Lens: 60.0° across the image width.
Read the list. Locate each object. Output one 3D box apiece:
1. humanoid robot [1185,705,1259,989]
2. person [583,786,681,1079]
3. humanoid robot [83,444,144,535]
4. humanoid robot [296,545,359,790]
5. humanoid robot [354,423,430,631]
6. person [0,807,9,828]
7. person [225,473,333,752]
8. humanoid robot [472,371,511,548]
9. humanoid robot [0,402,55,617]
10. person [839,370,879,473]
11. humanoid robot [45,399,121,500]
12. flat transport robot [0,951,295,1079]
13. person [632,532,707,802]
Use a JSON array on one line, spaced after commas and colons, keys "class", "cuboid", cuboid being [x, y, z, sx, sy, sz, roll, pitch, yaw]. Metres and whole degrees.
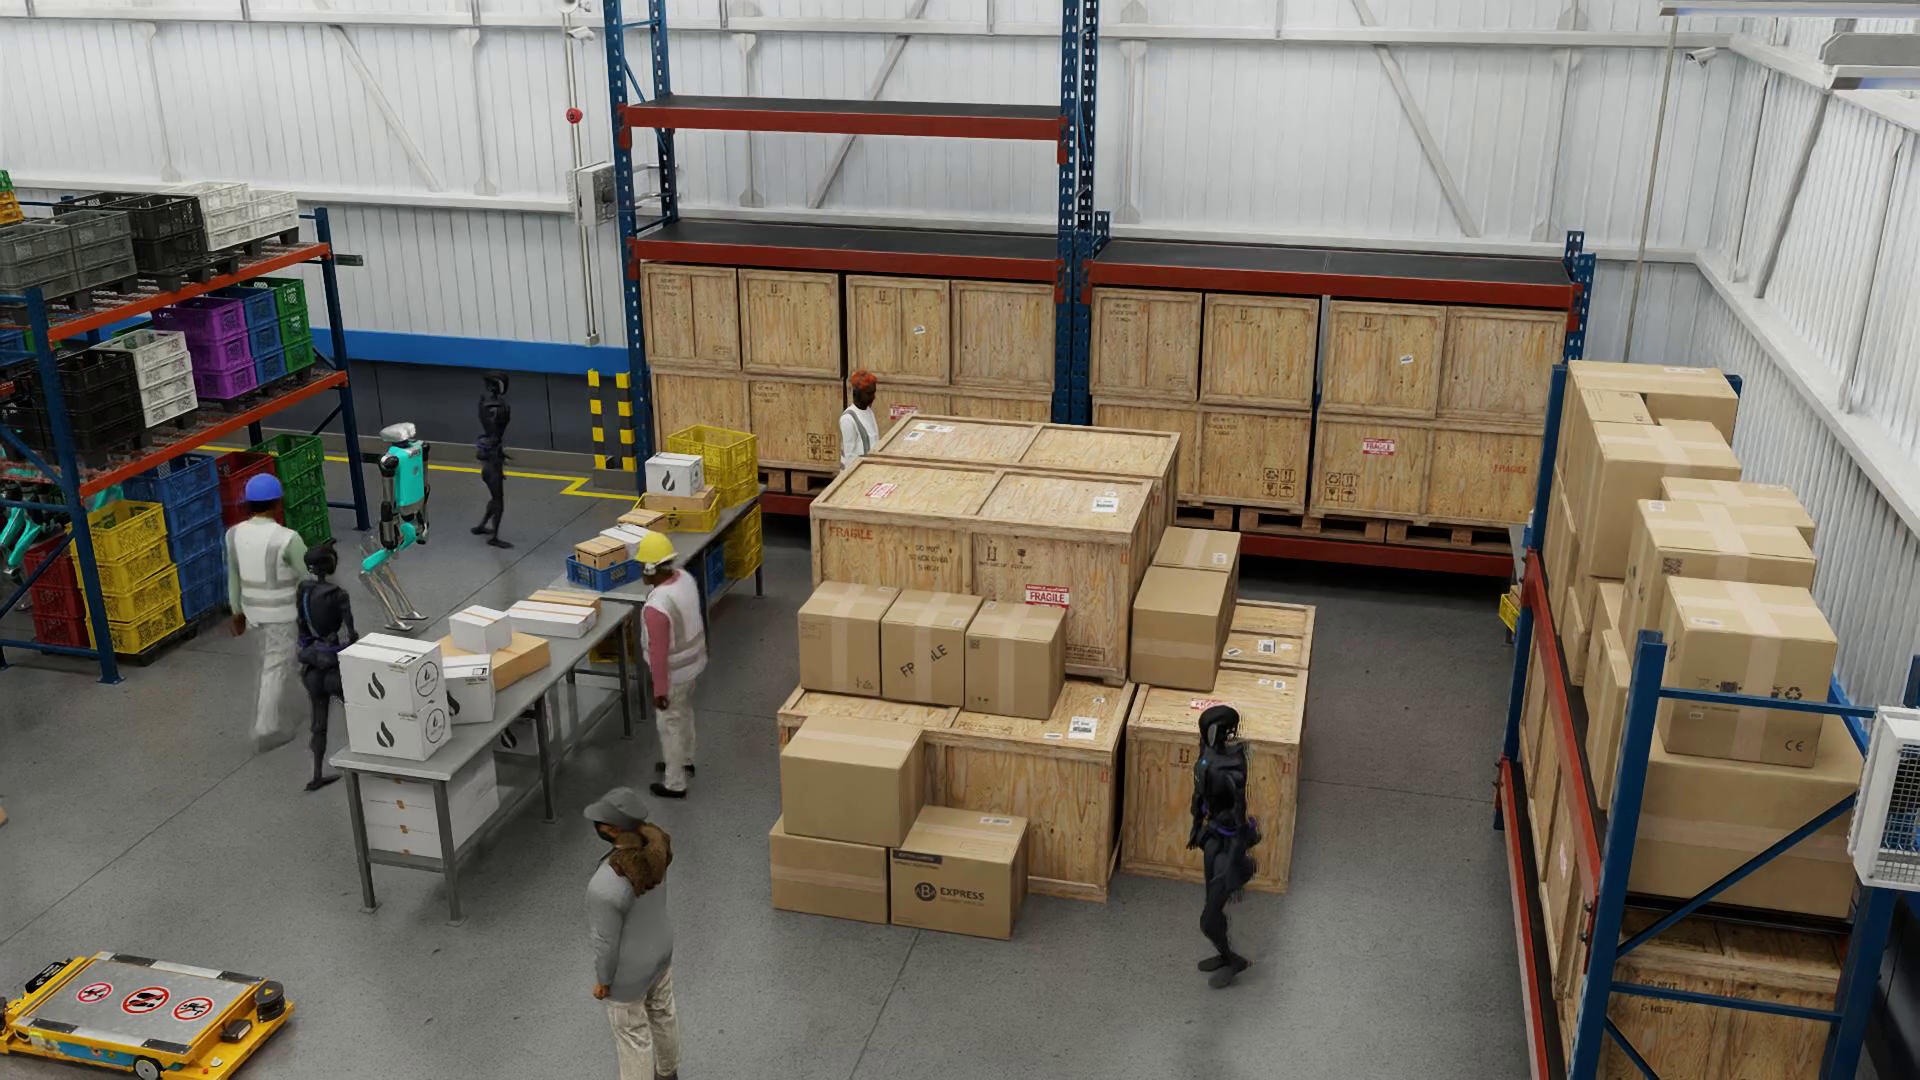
[{"class": "humanoid robot", "cuboid": [1.404, 1.609, 8.864, 0.366, 1.637, 0.603, -7, 22, -17]}, {"class": "person", "cuboid": [-1.524, 1.953, 7.833, 0.399, 1.769, 0.563, 7, 22, 18]}, {"class": "humanoid robot", "cuboid": [-7.334, -0.476, 14.270, 0.530, 1.799, 0.743, 3, 21, 7]}, {"class": "humanoid robot", "cuboid": [-4.134, 0.801, 11.016, 0.593, 1.634, 0.742, 12, 24, 28]}, {"class": "humanoid robot", "cuboid": [-4.537, -0.122, 13.164, 0.735, 1.693, 0.530, 7, 22, 17]}, {"class": "person", "cuboid": [-6.274, 0.900, 10.209, 0.606, 2.044, 0.368, 6, 22, 15]}, {"class": "person", "cuboid": [-4.698, 0.450, 11.597, 0.617, 1.887, 1.007, 10, 23, 25]}, {"class": "humanoid robot", "cuboid": [-4.227, -0.741, 15.014, 0.445, 1.633, 0.616, -5, 22, -14]}, {"class": "humanoid robot", "cuboid": [-7.689, -0.203, 13.443, 0.530, 1.739, 0.693, 9, 23, 21]}, {"class": "person", "cuboid": [-0.832, -0.520, 14.141, 0.354, 1.886, 0.573, 5, 21, 13]}, {"class": "humanoid robot", "cuboid": [-7.638, -0.712, 14.742, 0.713, 1.721, 0.530, -15, 26, -34]}, {"class": "flat transport robot", "cuboid": [-4.270, 2.464, 8.601, 1.431, 0.231, 0.659, 5, 22, 13]}, {"class": "person", "cuboid": [-1.879, 0.819, 10.733, 0.453, 1.821, 0.606, 7, 22, 18]}]
